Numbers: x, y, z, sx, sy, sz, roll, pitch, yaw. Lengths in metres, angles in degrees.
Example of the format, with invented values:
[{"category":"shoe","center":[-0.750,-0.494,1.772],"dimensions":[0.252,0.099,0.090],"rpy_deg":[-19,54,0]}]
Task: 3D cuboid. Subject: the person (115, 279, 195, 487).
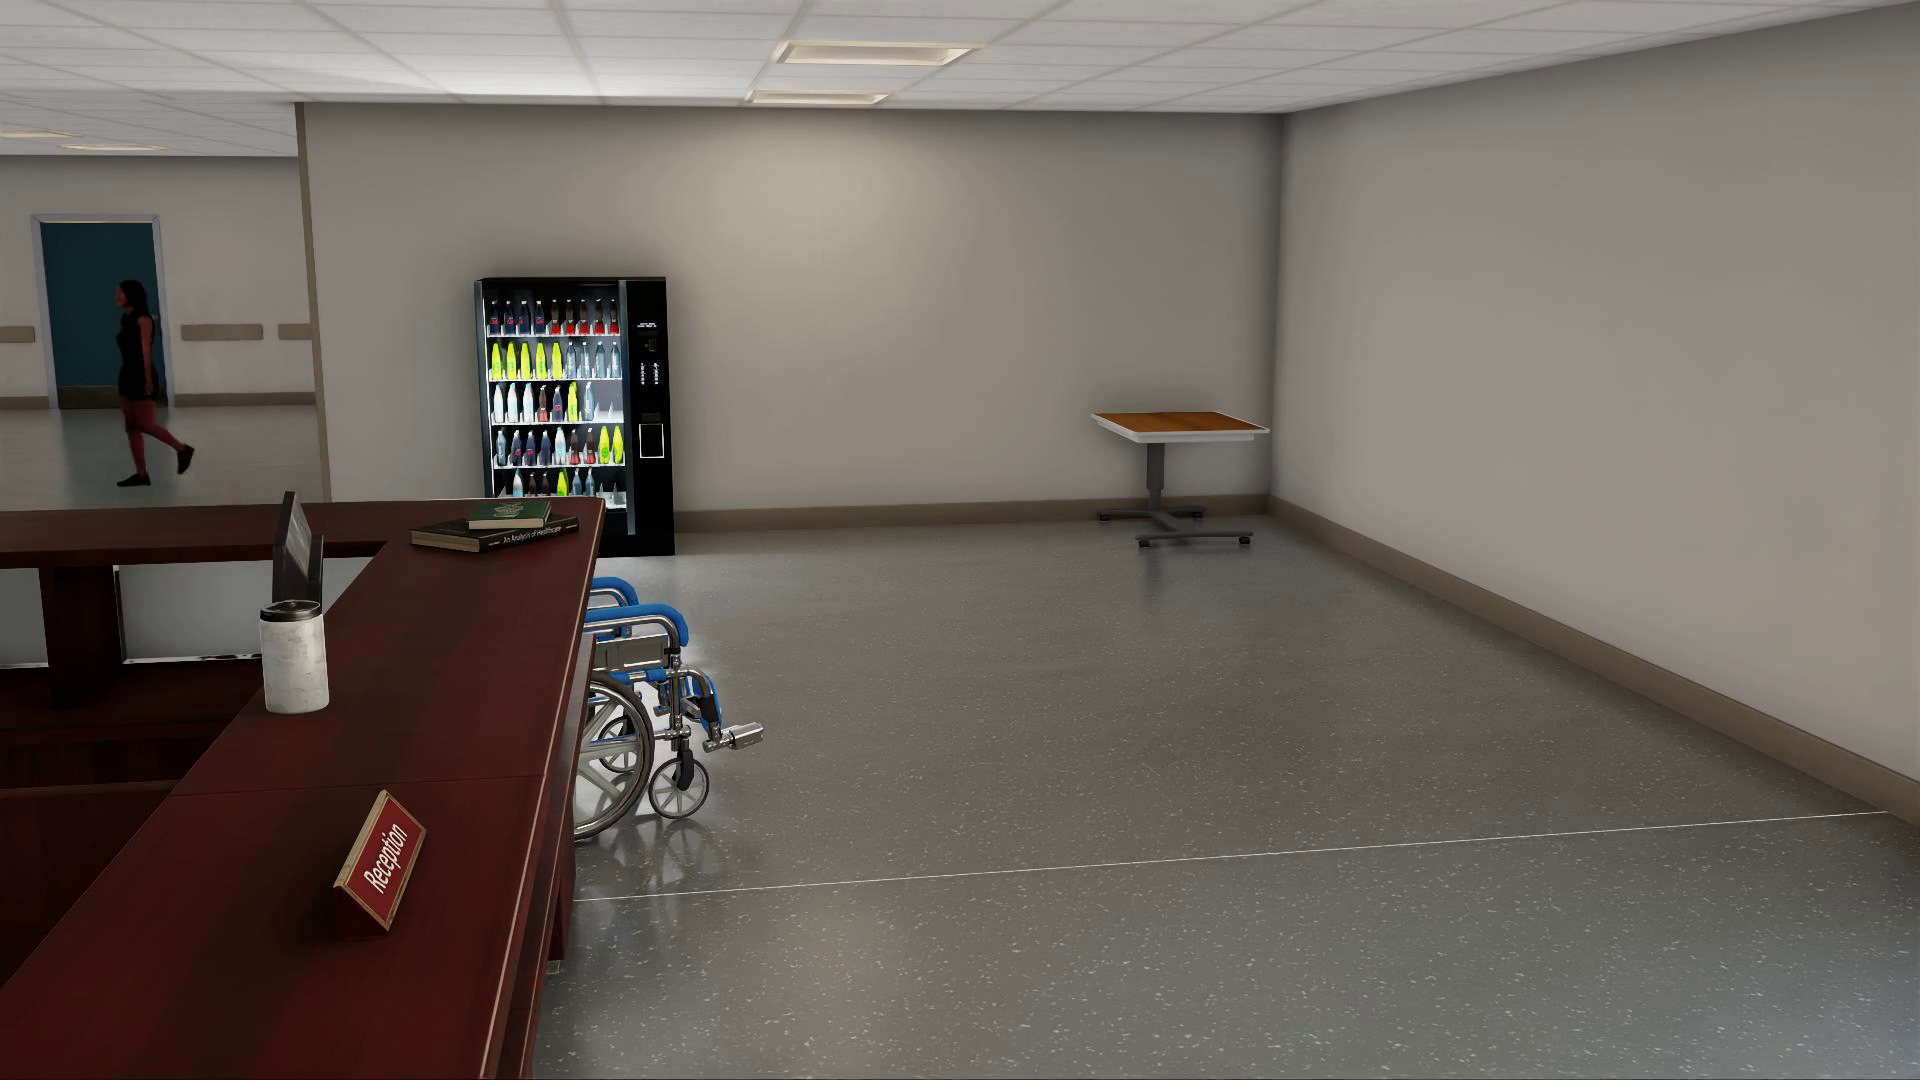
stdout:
[{"category":"person","center":[-6.804,-1.301,13.959],"dimensions":[0.885,1.723,0.950],"rpy_deg":[8,13,36]}]
